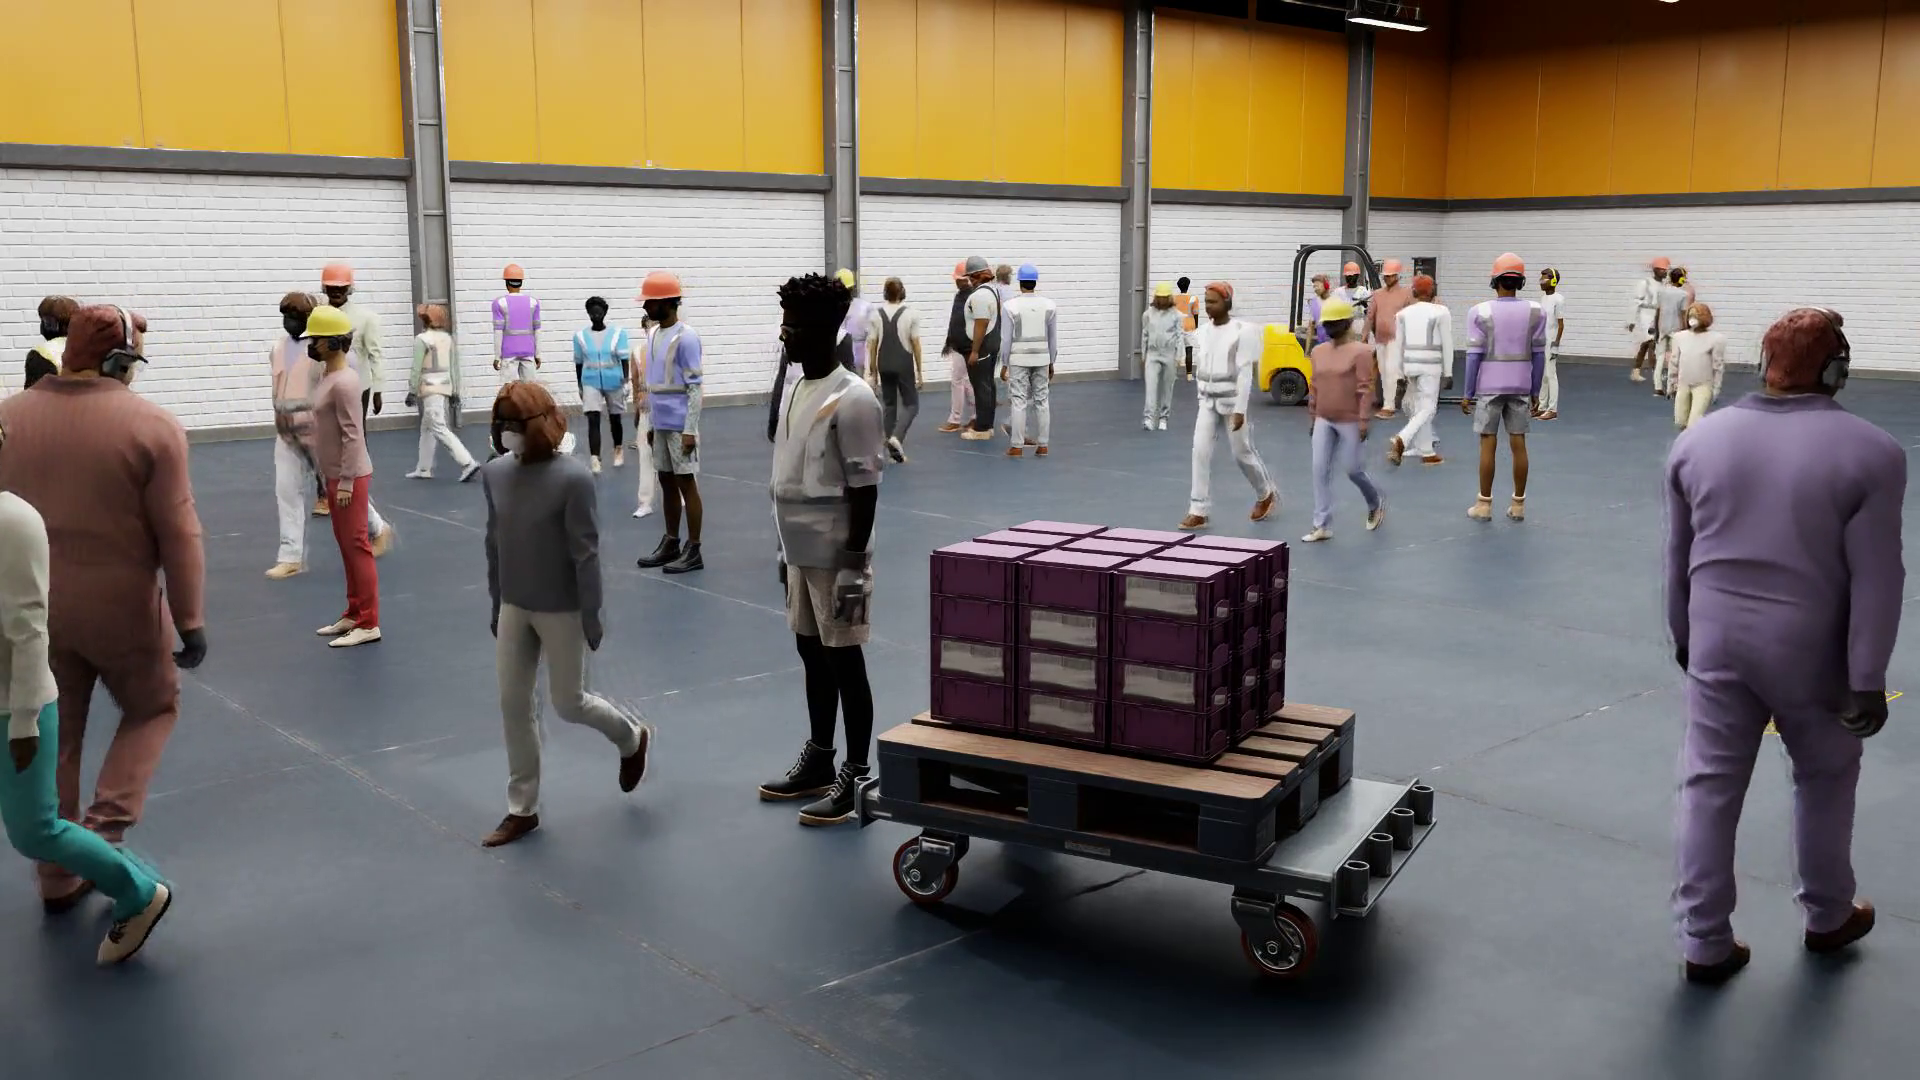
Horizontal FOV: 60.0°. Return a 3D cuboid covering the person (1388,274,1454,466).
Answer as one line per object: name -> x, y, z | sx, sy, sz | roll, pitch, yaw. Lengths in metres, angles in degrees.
person -> 4.361, -1.597, 15.833 | 0.801, 1.857, 0.602 | -8, 12, -39

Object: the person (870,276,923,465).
person -> -0.619, -1.611, 15.968 | 0.529, 1.836, 0.507 | 3, 10, 18

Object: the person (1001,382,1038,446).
person -> 0.684, -1.792, 17.641 | 0.392, 1.617, 0.535 | -1, 10, -7

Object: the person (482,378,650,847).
person -> -1.410, 0.231, 5.845 | 0.505, 1.616, 0.637 | 5, 11, 28

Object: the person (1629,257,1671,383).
person -> 11.084, -3.479, 26.447 | 0.631, 1.993, 0.983 | -5, 11, -25

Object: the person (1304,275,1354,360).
person -> 4.663, -2.467, 21.130 | 0.876, 1.777, 0.580 | -8, 13, -40

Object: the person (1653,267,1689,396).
person -> 10.281, -2.999, 24.042 | 0.332, 1.861, 0.532 | -8, 13, -39

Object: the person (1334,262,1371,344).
person -> 5.553, -2.980, 23.688 | 0.551, 1.937, 0.357 | 5, 11, 25

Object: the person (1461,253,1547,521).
person -> 4.143, -1.159, 12.718 | 0.605, 2.045, 0.377 | 0, 10, 0

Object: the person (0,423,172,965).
person -> -2.573, 0.413, 4.461 | 0.591, 1.727, 0.751 | 4, 11, 23

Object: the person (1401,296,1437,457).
person -> 4.601, -1.641, 16.746 | 0.367, 1.625, 0.525 | 5, 11, 26

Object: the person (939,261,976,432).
person -> 0.038, -2.223, 19.178 | 0.618, 1.963, 0.718 | -3, 10, -16

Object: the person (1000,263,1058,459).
person -> 0.681, -1.780, 16.632 | 0.605, 1.948, 0.388 | -3, 10, -19

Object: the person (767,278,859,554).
person -> -0.915, -0.831, 11.302 | 0.653, 1.868, 0.953 | 9, 13, 43

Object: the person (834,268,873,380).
person -> -1.200, -1.970, 17.907 | 0.610, 1.894, 0.792 | 0, 10, 1

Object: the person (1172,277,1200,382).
person -> 3.609, -3.404, 26.899 | 0.531, 1.694, 0.320 | 4, 10, 22

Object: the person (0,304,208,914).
person -> -2.688, 0.217, 5.145 | 0.743, 1.873, 0.430 | -1, 10, -3

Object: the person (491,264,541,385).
person -> -4.883, -2.061, 18.304 | 0.552, 1.936, 0.360 | -7, 12, -35

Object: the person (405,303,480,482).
person -> -4.678, -1.319, 14.930 | 0.786, 1.608, 0.514 | 2, 10, 12

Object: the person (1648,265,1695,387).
person -> 10.906, -3.229, 25.312 | 0.654, 1.884, 0.514 | -5, 11, -29

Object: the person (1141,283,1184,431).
person -> 2.307, -2.086, 19.094 | 0.497, 1.698, 0.877 | 2, 10, 12

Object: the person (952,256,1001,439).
person -> 0.181, -2.138, 18.456 | 0.536, 2.000, 0.676 | 2, 10, 13

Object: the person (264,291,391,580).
person -> -4.106, -0.692, 10.685 | 0.632, 1.812, 0.882 | 4, 10, 22

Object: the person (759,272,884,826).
person -> -0.496, 0.031, 5.974 | 0.368, 1.966, 0.603 | -6, 11, -30

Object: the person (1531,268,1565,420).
person -> 7.276, -2.424, 20.629 | 0.328, 1.873, 0.518 | -2, 10, -10

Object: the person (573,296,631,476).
person -> -3.354, -1.464, 15.644 | 0.542, 1.658, 0.871 | -1, 10, -6

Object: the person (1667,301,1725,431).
person -> 6.892, -1.424, 15.542 | 0.627, 1.611, 0.500 | -8, 13, -40

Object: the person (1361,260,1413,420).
person -> 5.254, -2.478, 20.645 | 0.740, 1.967, 0.636 | -8, 13, -40

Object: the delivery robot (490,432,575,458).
delivery robot -> -3.840, -0.847, 14.966 | 0.707, 0.478, 0.477 | -5, 11, -27

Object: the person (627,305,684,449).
person -> -3.128, -1.835, 17.293 | 0.515, 1.841, 0.829 | 6, 11, 31

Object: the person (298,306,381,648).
person -> -3.234, -0.330, 8.674 | 0.316, 1.769, 0.525 | -5, 11, -29

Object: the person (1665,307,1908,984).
person -> 2.363, 0.288, 4.720 | 0.863, 1.872, 0.679 | -8, 13, -41

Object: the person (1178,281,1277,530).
person -> 2.021, -1.012, 12.444 | 0.571, 1.854, 0.911 | 9, 13, 44

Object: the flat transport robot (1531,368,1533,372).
flat transport robot -> 8.922, -2.650, 26.631 | 0.652, 0.197, 1.431 | 2, 10, 9

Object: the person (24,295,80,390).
person -> -5.286, -0.557, 9.930 | 0.947, 1.802, 0.627 | 1, 10, 7

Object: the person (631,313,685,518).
person -> -2.351, -1.016, 13.176 | 0.526, 1.599, 0.837 | 2, 10, 13

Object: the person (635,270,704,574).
person -> -1.857, -0.751, 10.647 | 0.375, 1.934, 0.547 | -8, 12, -38

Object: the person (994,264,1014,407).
person -> 0.647, -2.714, 22.222 | 0.810, 1.913, 0.634 | -5, 11, -28

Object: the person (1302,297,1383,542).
person -> 2.748, -0.867, 11.887 | 0.720, 1.743, 0.532 | -9, 13, -44

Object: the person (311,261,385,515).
person -> -4.829, -1.168, 12.942 | 0.653, 1.976, 0.676 | -1, 10, -5

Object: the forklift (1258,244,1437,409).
forklift -> 5.256, -2.933, 22.661 | 2.313, 2.155, 1.214 | 3, 10, 16
